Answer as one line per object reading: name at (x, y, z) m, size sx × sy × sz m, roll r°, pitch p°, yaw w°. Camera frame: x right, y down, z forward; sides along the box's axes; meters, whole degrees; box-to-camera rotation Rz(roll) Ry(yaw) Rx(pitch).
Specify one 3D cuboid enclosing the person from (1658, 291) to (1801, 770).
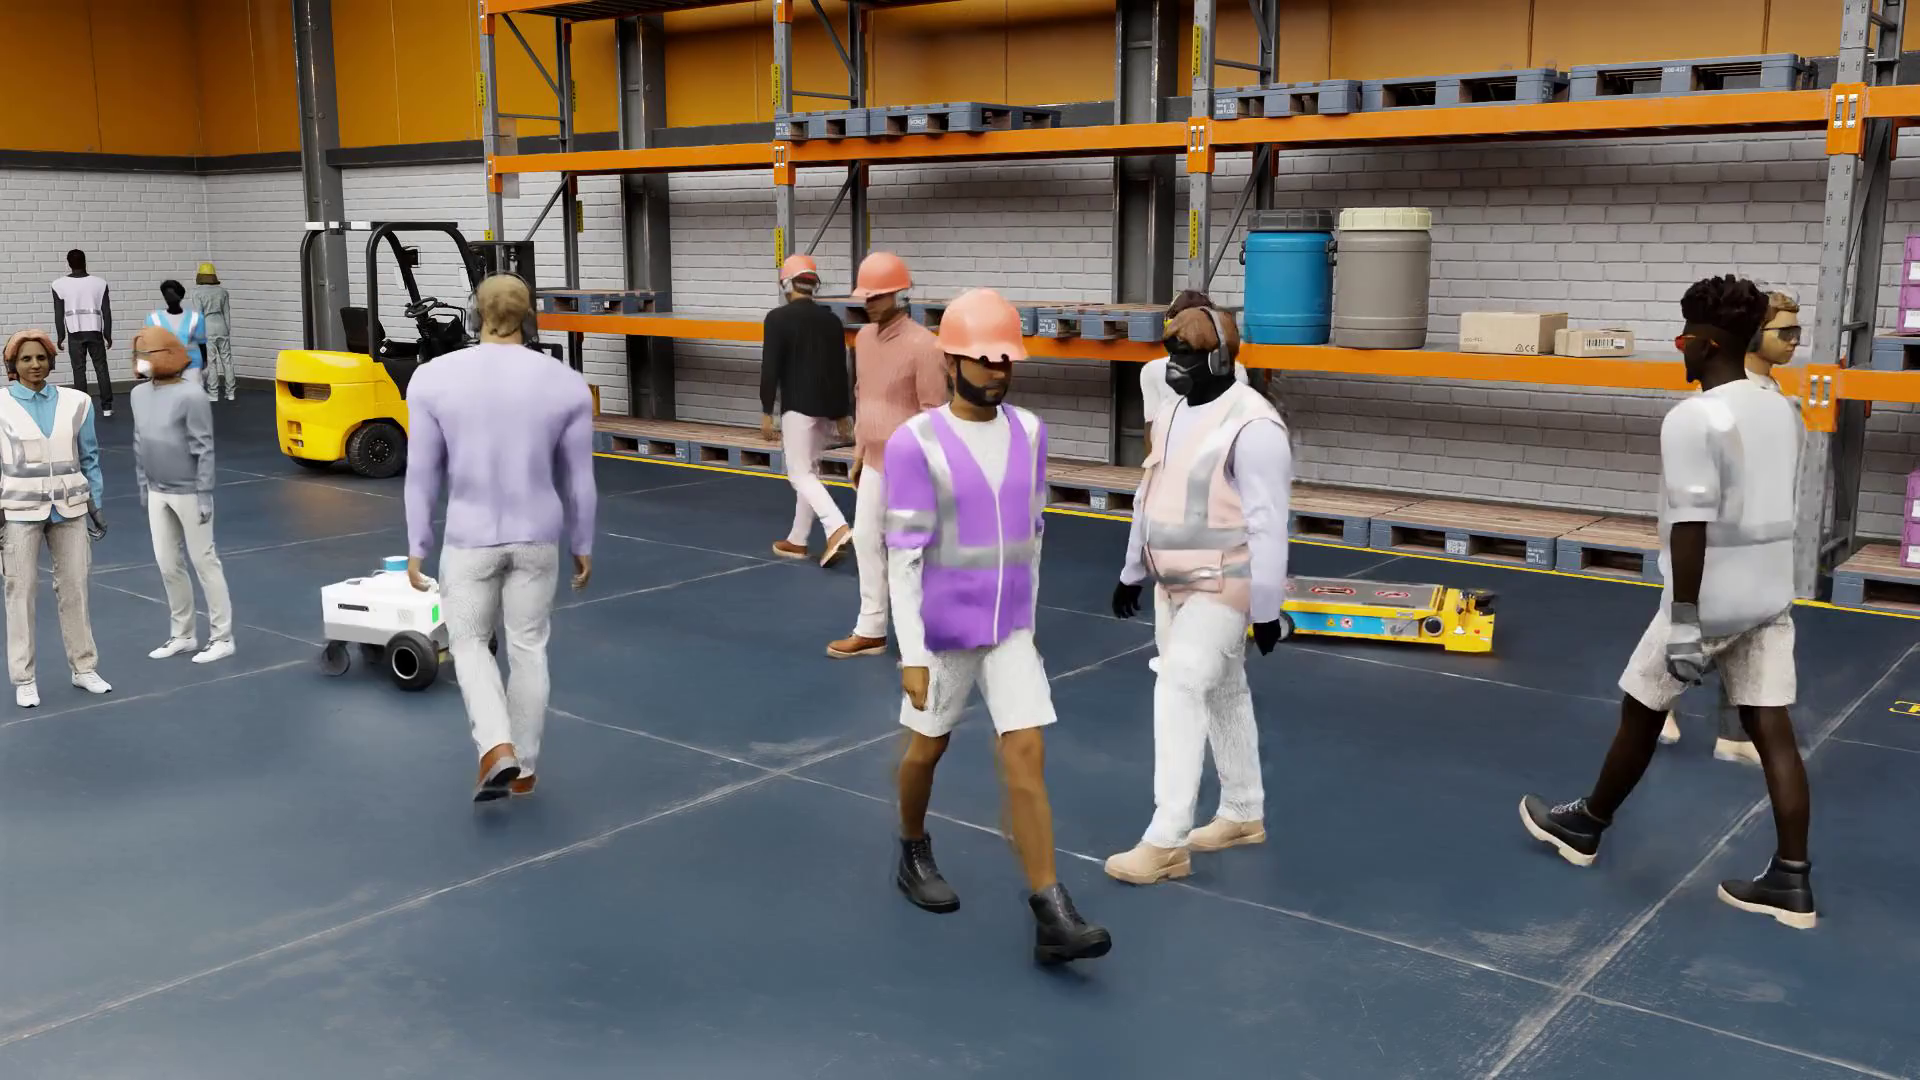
person at (2.961, -0.033, 6.379) m, size 0.529 × 1.835 × 0.509 m, roll -10°, pitch 14°, yaw -43°

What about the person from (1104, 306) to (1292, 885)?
person at (0.705, 0.168, 5.342) m, size 0.799 × 1.811 × 0.636 m, roll -3°, pitch 11°, yaw -17°

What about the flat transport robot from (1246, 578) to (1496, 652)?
flat transport robot at (1.998, 0.357, 8.558) m, size 1.431 × 0.197 × 0.652 m, roll 3°, pitch 11°, yaw 19°

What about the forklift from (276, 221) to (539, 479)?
forklift at (-4.922, -1.741, 14.854) m, size 1.214 × 2.155 × 2.313 m, roll 8°, pitch 13°, yaw 38°

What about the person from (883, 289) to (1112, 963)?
person at (0.059, 0.242, 4.719) m, size 0.572 × 1.878 × 1.002 m, roll -6°, pitch 12°, yaw -30°

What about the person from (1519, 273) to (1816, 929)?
person at (2.259, 0.156, 5.109) m, size 0.622 × 1.910 × 0.990 m, roll -6°, pitch 12°, yaw -29°

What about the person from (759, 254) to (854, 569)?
person at (-0.866, -0.800, 10.355) m, size 0.891 × 1.947 × 0.650 m, roll 9°, pitch 14°, yaw 42°

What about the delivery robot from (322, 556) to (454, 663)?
delivery robot at (-2.602, 0.319, 7.720) m, size 0.707 × 0.478 × 0.477 m, roll 4°, pitch 11°, yaw 22°

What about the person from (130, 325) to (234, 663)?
person at (-3.758, -0.216, 7.985) m, size 0.501 × 1.625 × 0.283 m, roll 5°, pitch 11°, yaw 24°

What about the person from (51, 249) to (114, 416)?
person at (-10.042, -2.364, 19.075) m, size 0.590 × 1.916 × 0.399 m, roll -7°, pitch 12°, yaw -35°

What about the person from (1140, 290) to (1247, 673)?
person at (1.066, -0.198, 7.416) m, size 0.547 × 1.814 × 0.832 m, roll 0°, pitch 10°, yaw -2°

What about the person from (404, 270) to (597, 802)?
person at (-1.610, 0.013, 5.898) m, size 0.660 × 1.917 × 0.475 m, roll -4°, pitch 11°, yaw -20°

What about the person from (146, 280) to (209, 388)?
person at (-7.484, -1.660, 15.922) m, size 0.544 × 1.649 × 0.880 m, roll -4°, pitch 11°, yaw -19°

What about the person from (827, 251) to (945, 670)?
person at (-0.316, -0.368, 7.871) m, size 0.438 × 1.978 × 0.650 m, roll -8°, pitch 13°, yaw -39°

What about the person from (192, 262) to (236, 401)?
person at (-9.438, -2.623, 20.988) m, size 0.308 × 1.744 × 0.485 m, roll 7°, pitch 13°, yaw 36°

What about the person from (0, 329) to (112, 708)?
person at (-4.024, -0.102, 7.305) m, size 0.309 × 1.641 × 0.514 m, roll 9°, pitch 13°, yaw 40°
